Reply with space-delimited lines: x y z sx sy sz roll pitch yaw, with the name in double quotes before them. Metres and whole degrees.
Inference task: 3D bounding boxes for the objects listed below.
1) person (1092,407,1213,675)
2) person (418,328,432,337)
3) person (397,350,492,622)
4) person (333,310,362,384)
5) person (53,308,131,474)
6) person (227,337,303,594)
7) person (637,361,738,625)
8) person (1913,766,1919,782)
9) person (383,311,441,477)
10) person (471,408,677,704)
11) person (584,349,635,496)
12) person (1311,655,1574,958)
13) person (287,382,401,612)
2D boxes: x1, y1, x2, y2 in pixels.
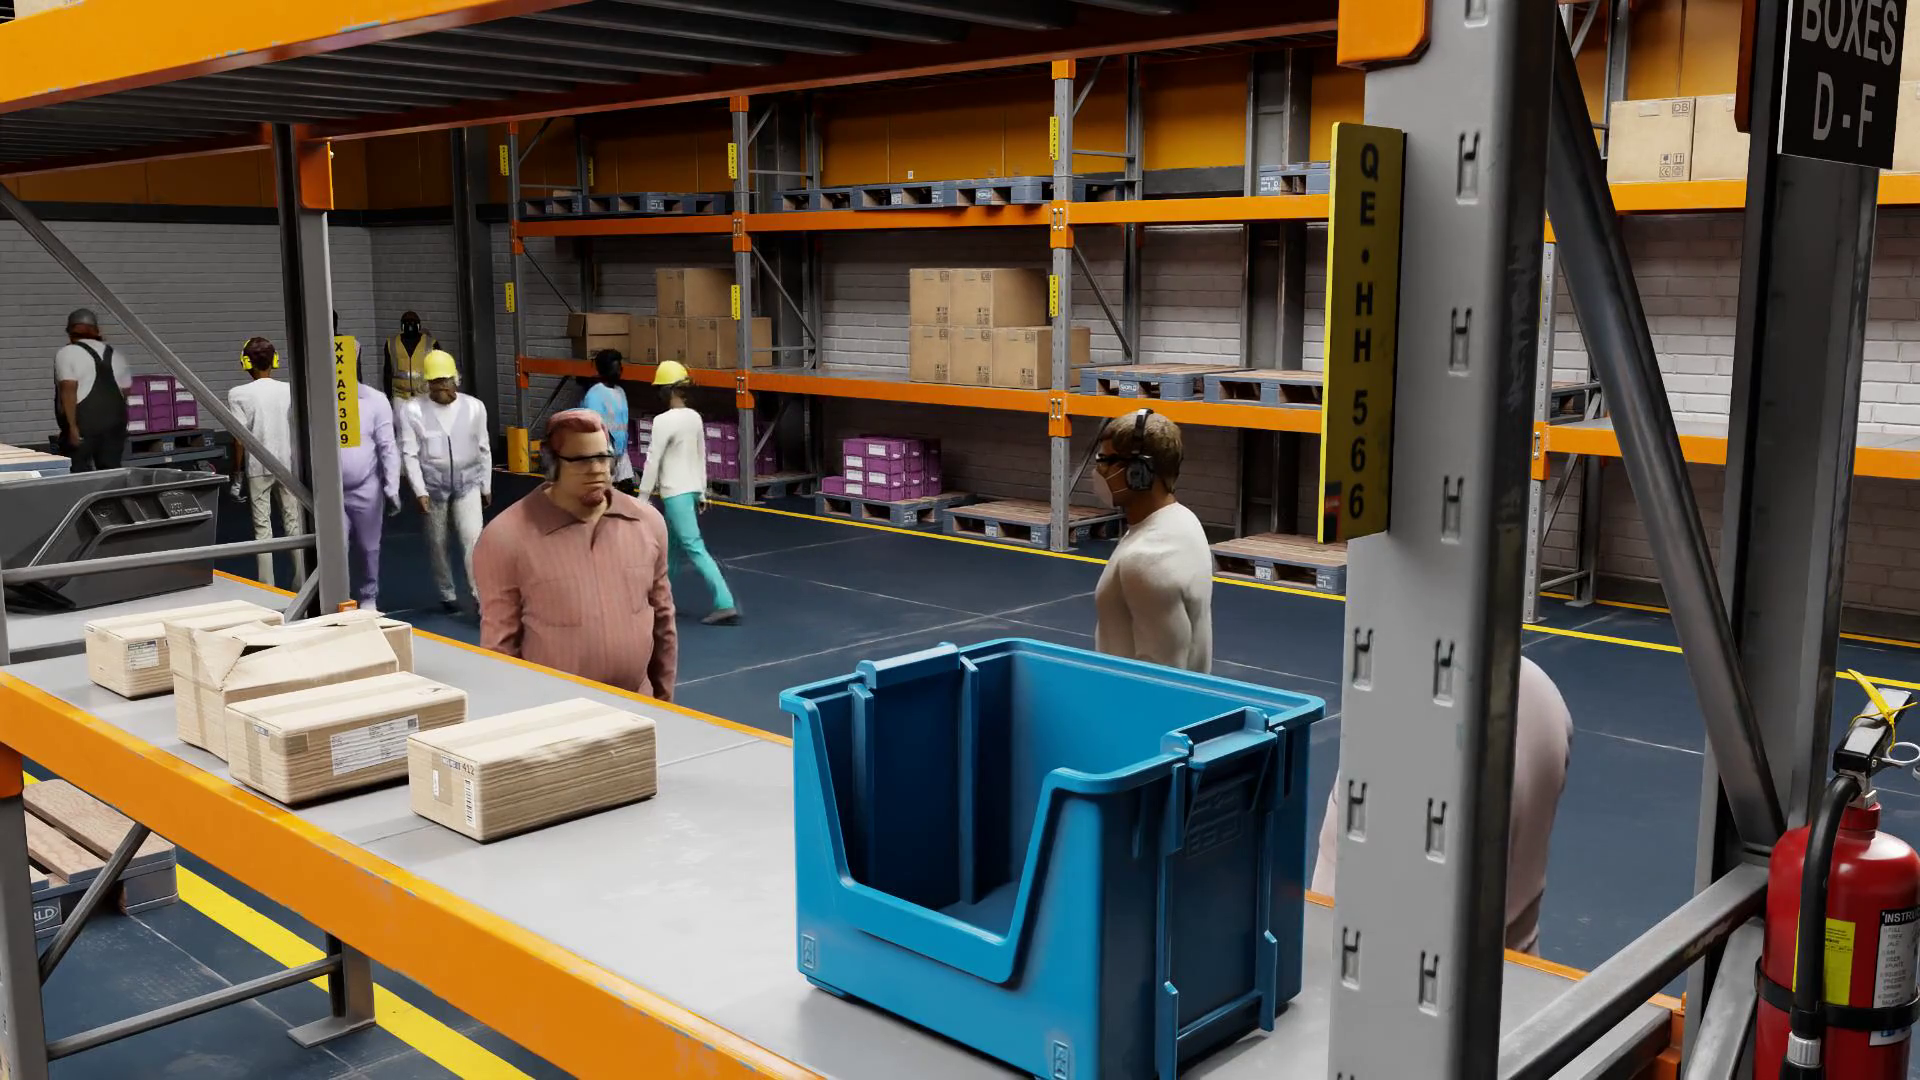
"person" 0.533 0.597 4.665 0.362 1.938 0.631 2 9 12
"person" -6.288 -1.669 19.485 0.541 1.623 0.344 -3 10 -20
"person" -3.290 -0.326 10.768 0.591 1.787 0.924 -4 10 -25
"person" -6.491 -1.451 17.298 0.392 1.914 0.588 8 12 42
"person" -7.396 -1.004 14.168 0.675 2.000 0.720 4 10 25
"person" -4.649 -0.428 11.180 0.520 1.865 0.328 -8 13 -42
"person" -1.831 -0.305 10.861 0.902 1.723 0.532 3 10 17
"person" 4.548 0.206 7.428 0.589 1.823 0.405 -8 12 -41
"person" -6.115 -1.629 18.602 0.627 1.847 0.429 -2 10 -13
"person" -1.158 0.538 5.169 0.649 1.900 0.395 -7 12 -38
"person" -2.945 -0.745 13.684 0.721 1.670 0.536 3 10 19
"person" 0.831 0.884 3.020 0.404 1.903 0.636 7 12 37
"person" -3.878 -0.315 10.516 0.651 1.865 0.980 -3 10 -18
